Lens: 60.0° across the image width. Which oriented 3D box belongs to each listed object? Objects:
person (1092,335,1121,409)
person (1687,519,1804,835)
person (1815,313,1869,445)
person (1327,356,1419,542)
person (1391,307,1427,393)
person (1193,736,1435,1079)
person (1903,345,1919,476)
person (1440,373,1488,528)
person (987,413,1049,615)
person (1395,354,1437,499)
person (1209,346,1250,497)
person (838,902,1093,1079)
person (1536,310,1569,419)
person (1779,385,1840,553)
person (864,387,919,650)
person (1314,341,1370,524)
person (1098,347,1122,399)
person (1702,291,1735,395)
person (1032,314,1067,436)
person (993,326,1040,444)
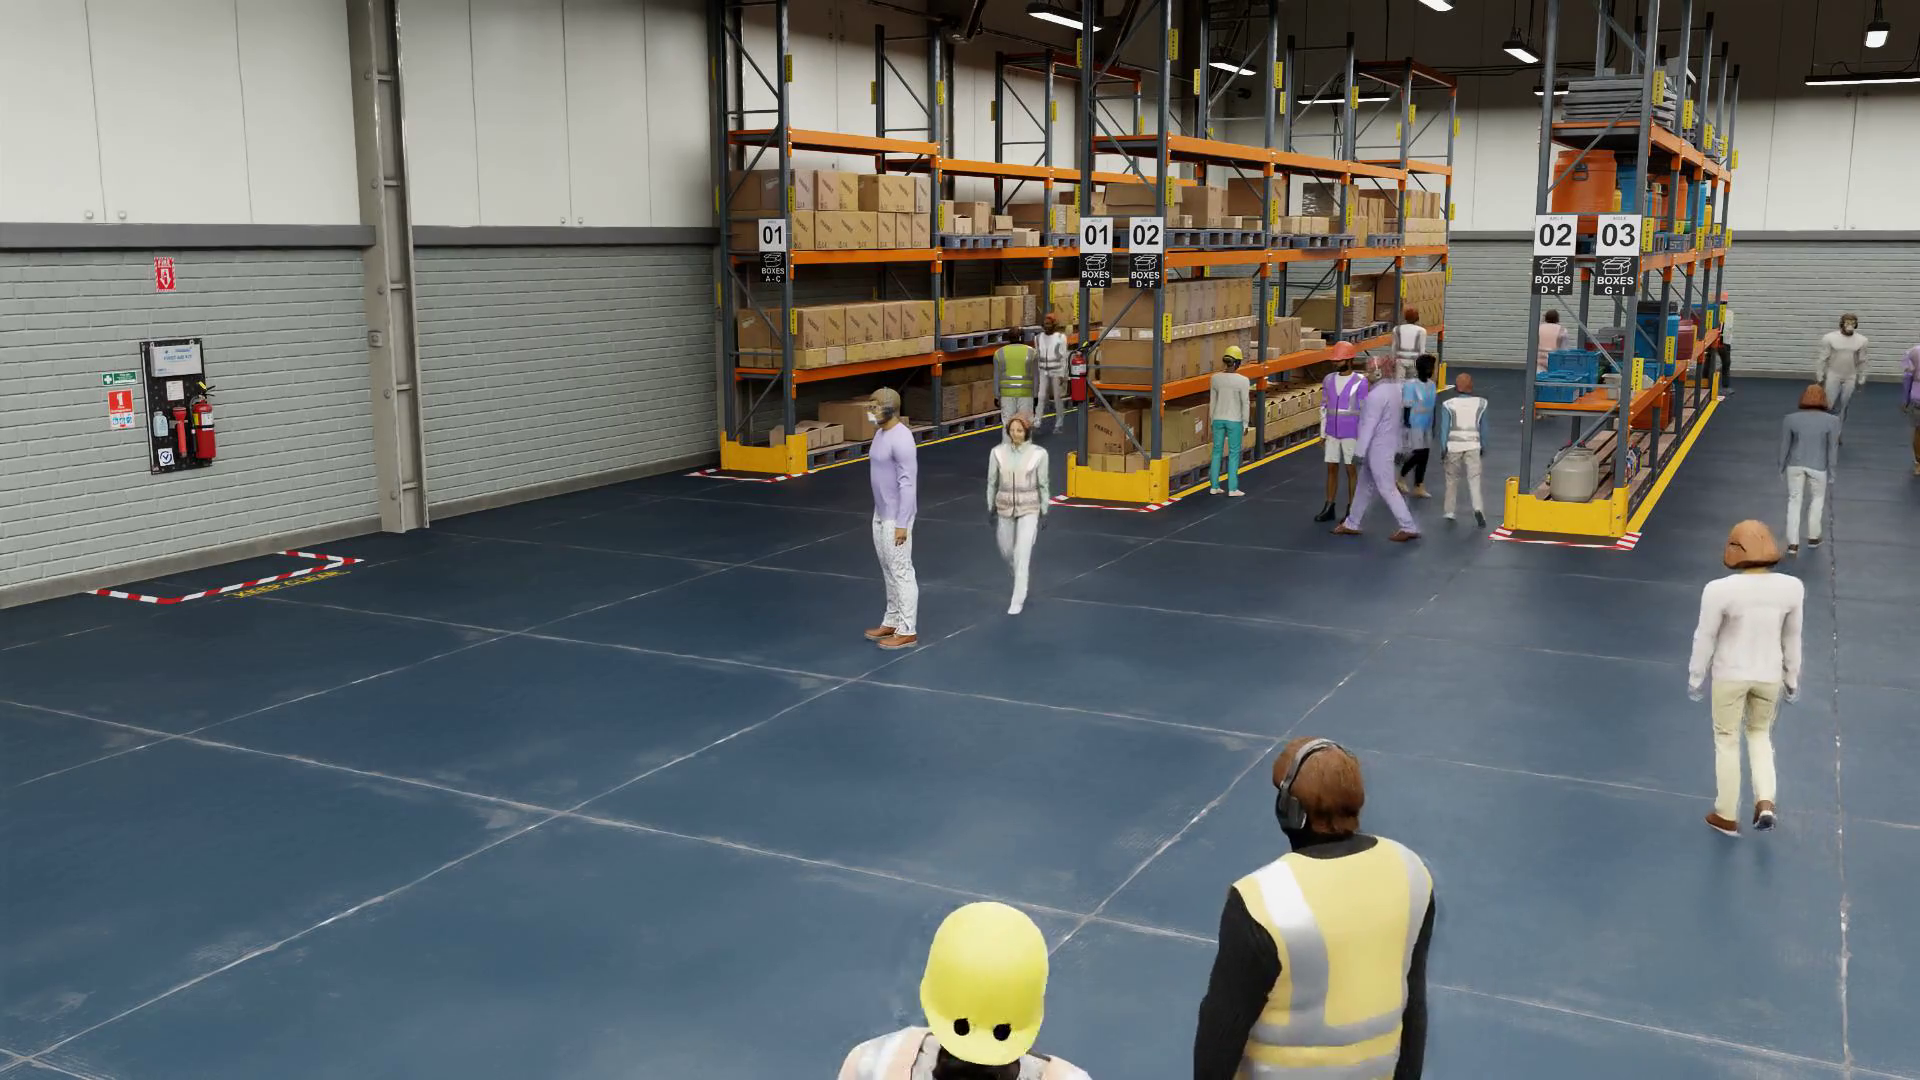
[{"bbox_3d":[1.950,-1.922,22.222,0.537,1.791,0.906,9,14,41],"label":"person"},{"bbox_3d":[3.946,0.699,8.384,0.530,1.620,0.339,0,10,1],"label":"person"},{"bbox_3d":[12.741,-2.311,24.002,0.664,1.923,0.487,2,11,12],"label":"person"},{"bbox_3d":[4.187,-0.905,16.589,0.955,1.866,0.642,5,11,25],"label":"person"},{"bbox_3d":[7.423,-2.936,27.620,0.575,1.853,0.908,5,11,24],"label":"person"},{"bbox_3d":[0.897,1.383,4.220,0.639,1.801,0.944,-6,12,-31],"label":"person"},{"bbox_3d":[12.136,-1.779,20.838,0.608,2.028,0.560,9,14,41],"label":"person"},{"bbox_3d":[5.318,-0.944,17.490,0.517,1.606,0.839,1,10,6],"label":"person"},{"bbox_3d":[0.487,-0.243,13.566,0.520,1.615,0.669,4,11,19],"label":"person"},{"bbox_3d":[5.296,-1.304,19.161,0.552,1.681,0.380,-8,13,-36],"label":"person"},{"bbox_3d":[3.145,-1.384,19.417,0.520,1.759,0.344,8,13,36],"label":"person"},{"bbox_3d":[0.055,1.545,3.062,0.802,1.898,0.490,5,12,27],"label":"person"},{"bbox_3d":[9.806,-2.934,27.738,0.637,1.790,0.947,5,11,24],"label":"person"},{"bbox_3d":[8.204,-0.697,16.080,0.523,1.601,0.766,7,12,32],"label":"person"},{"bbox_3d":[-0.498,-0.164,12.265,0.359,1.936,0.632,-4,11,-19],"label":"person"},{"bbox_3d":[4.027,-1.128,17.527,0.548,1.934,0.376,10,14,42],"label":"person"},{"bbox_3d":[2.324,-2.408,25.053,0.532,1.744,0.745,4,11,20],"label":"person"},{"bbox_3d":[14.502,-3.742,31.711,0.655,1.957,0.887,-1,10,-6],"label":"person"},{"bbox_3d":[1.336,-2.493,25.220,0.594,1.842,0.951,5,12,26],"label":"person"},{"bbox_3d":[0.753,-1.919,22.108,0.620,1.840,0.430,1,10,5],"label":"person"}]
